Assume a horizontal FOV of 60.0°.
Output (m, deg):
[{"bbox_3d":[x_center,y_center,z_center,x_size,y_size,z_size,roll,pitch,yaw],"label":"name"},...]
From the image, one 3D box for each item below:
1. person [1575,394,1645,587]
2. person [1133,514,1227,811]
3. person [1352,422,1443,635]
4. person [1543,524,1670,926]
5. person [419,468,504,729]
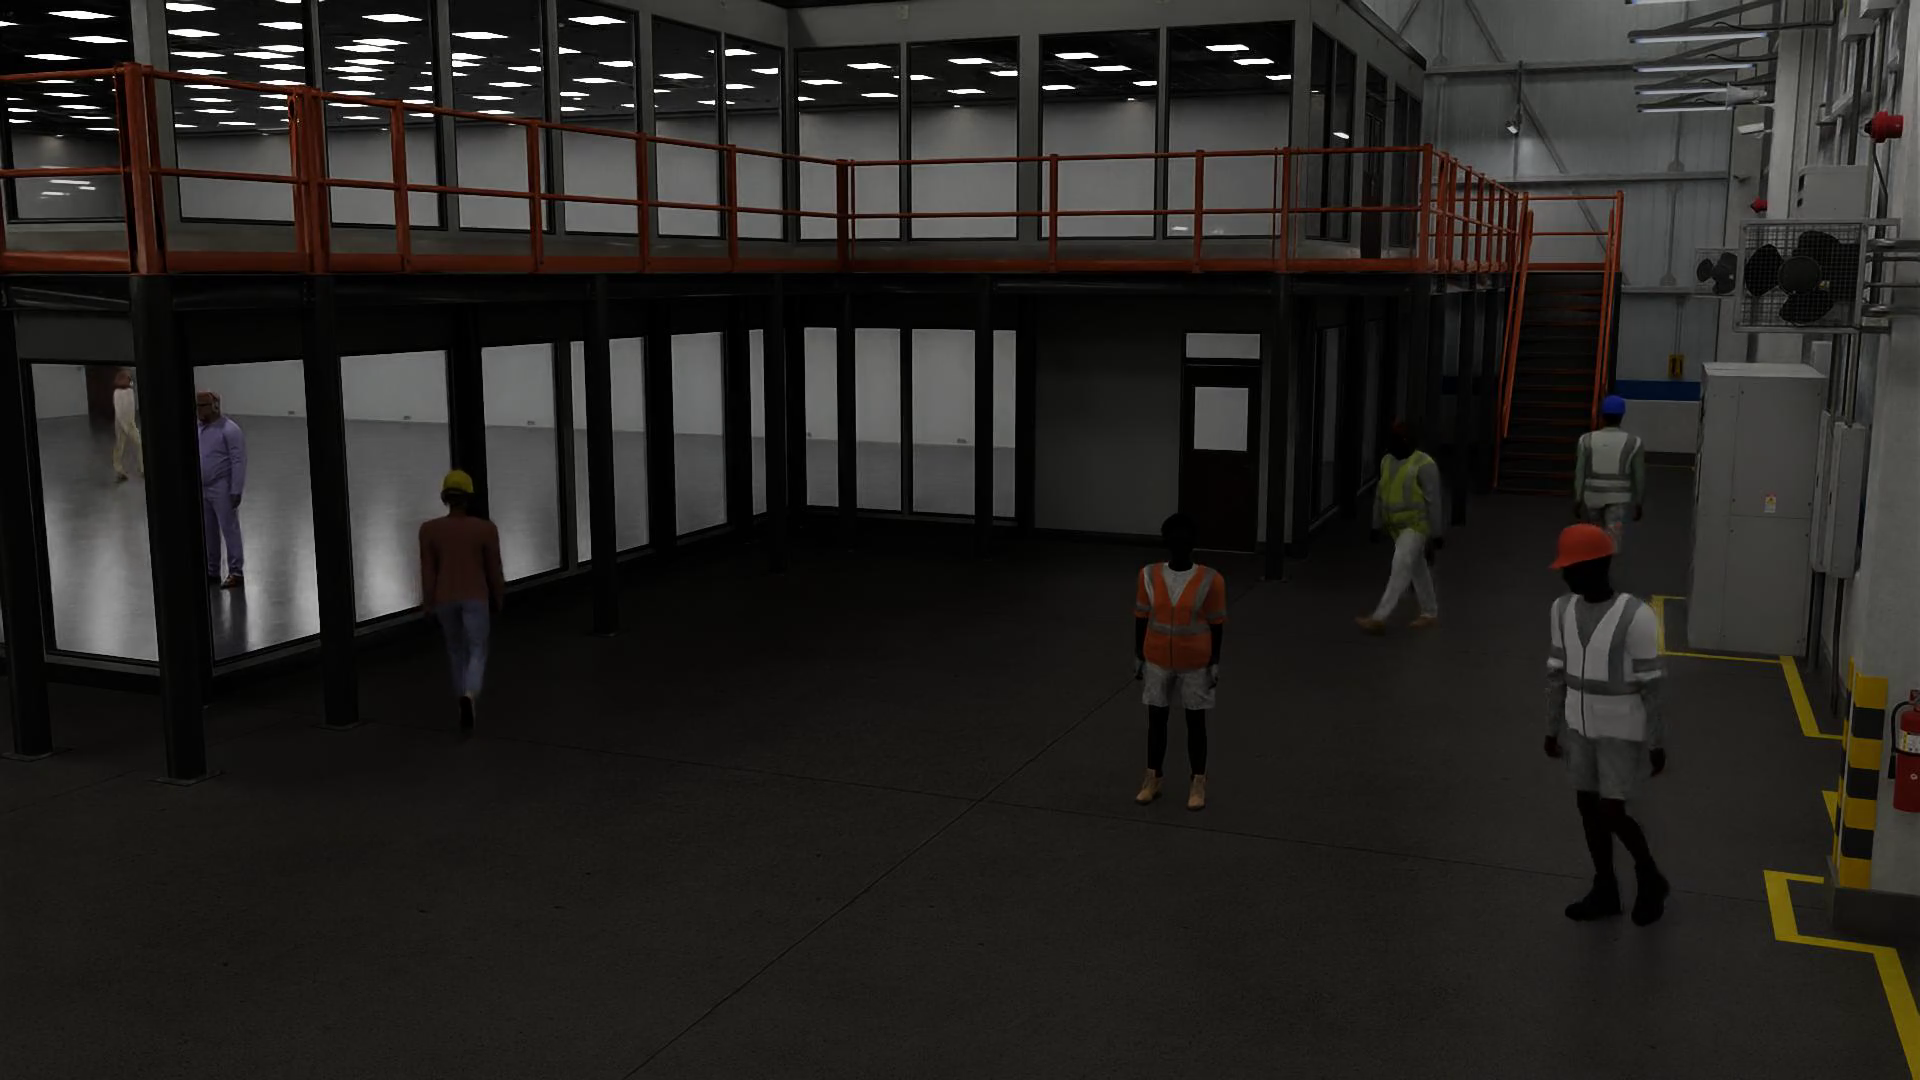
[{"bbox_3d":[6.013,-0.390,15.444,0.619,1.922,0.871,6,11,33],"label":"person"},{"bbox_3d":[1.235,0.689,9.451,0.540,1.699,0.315,4,10,22],"label":"person"},{"bbox_3d":[3.702,-0.092,13.995,0.969,1.786,0.628,-4,10,-21],"label":"person"},{"bbox_3d":[2.994,0.865,7.756,0.566,1.900,0.582,-5,11,-29],"label":"person"},{"bbox_3d":[-3.341,0.393,11.148,0.532,1.742,0.727,-1,9,-6],"label":"person"}]
